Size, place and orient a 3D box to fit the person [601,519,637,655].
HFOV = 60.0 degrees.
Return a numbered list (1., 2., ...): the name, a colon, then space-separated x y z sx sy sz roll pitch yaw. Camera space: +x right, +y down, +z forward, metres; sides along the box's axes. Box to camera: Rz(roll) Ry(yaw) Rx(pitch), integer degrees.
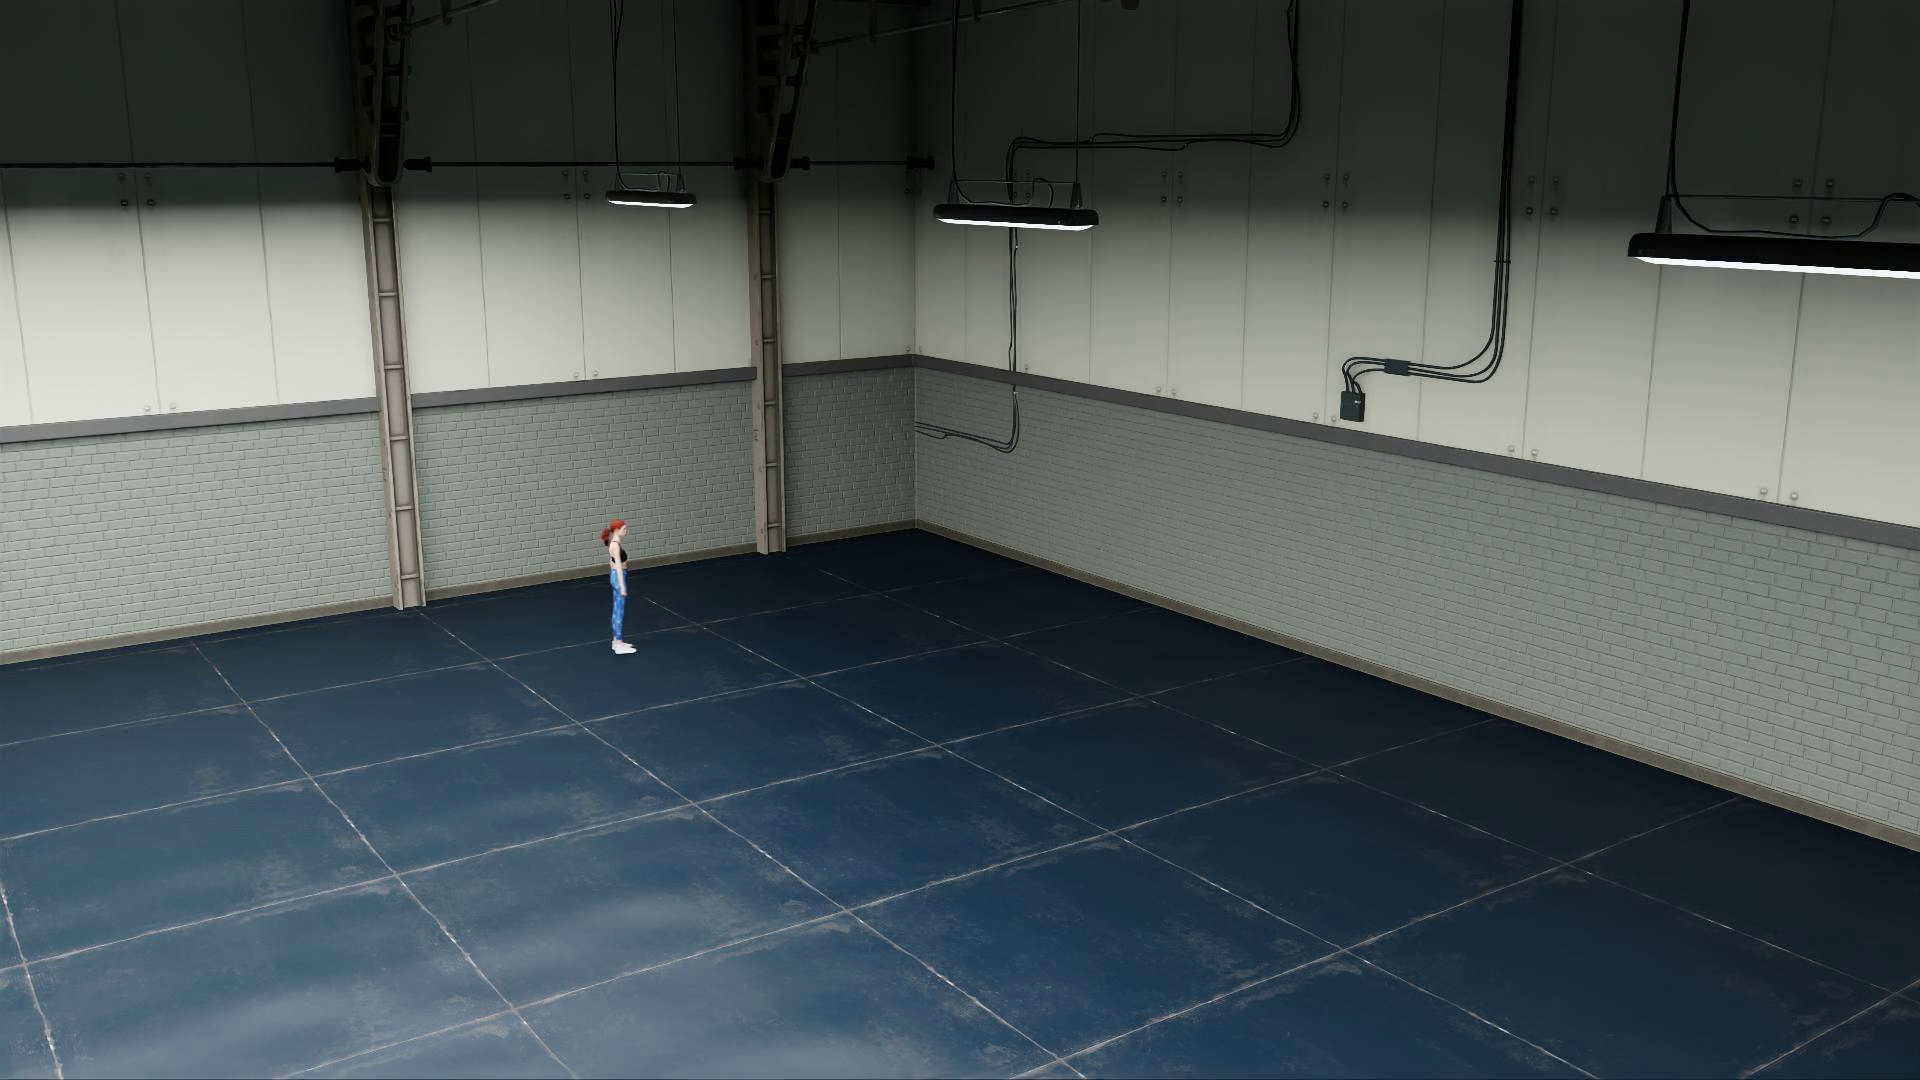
1. person: -4.497 0.600 21.925 0.657 1.788 0.634 -5 14 -20
